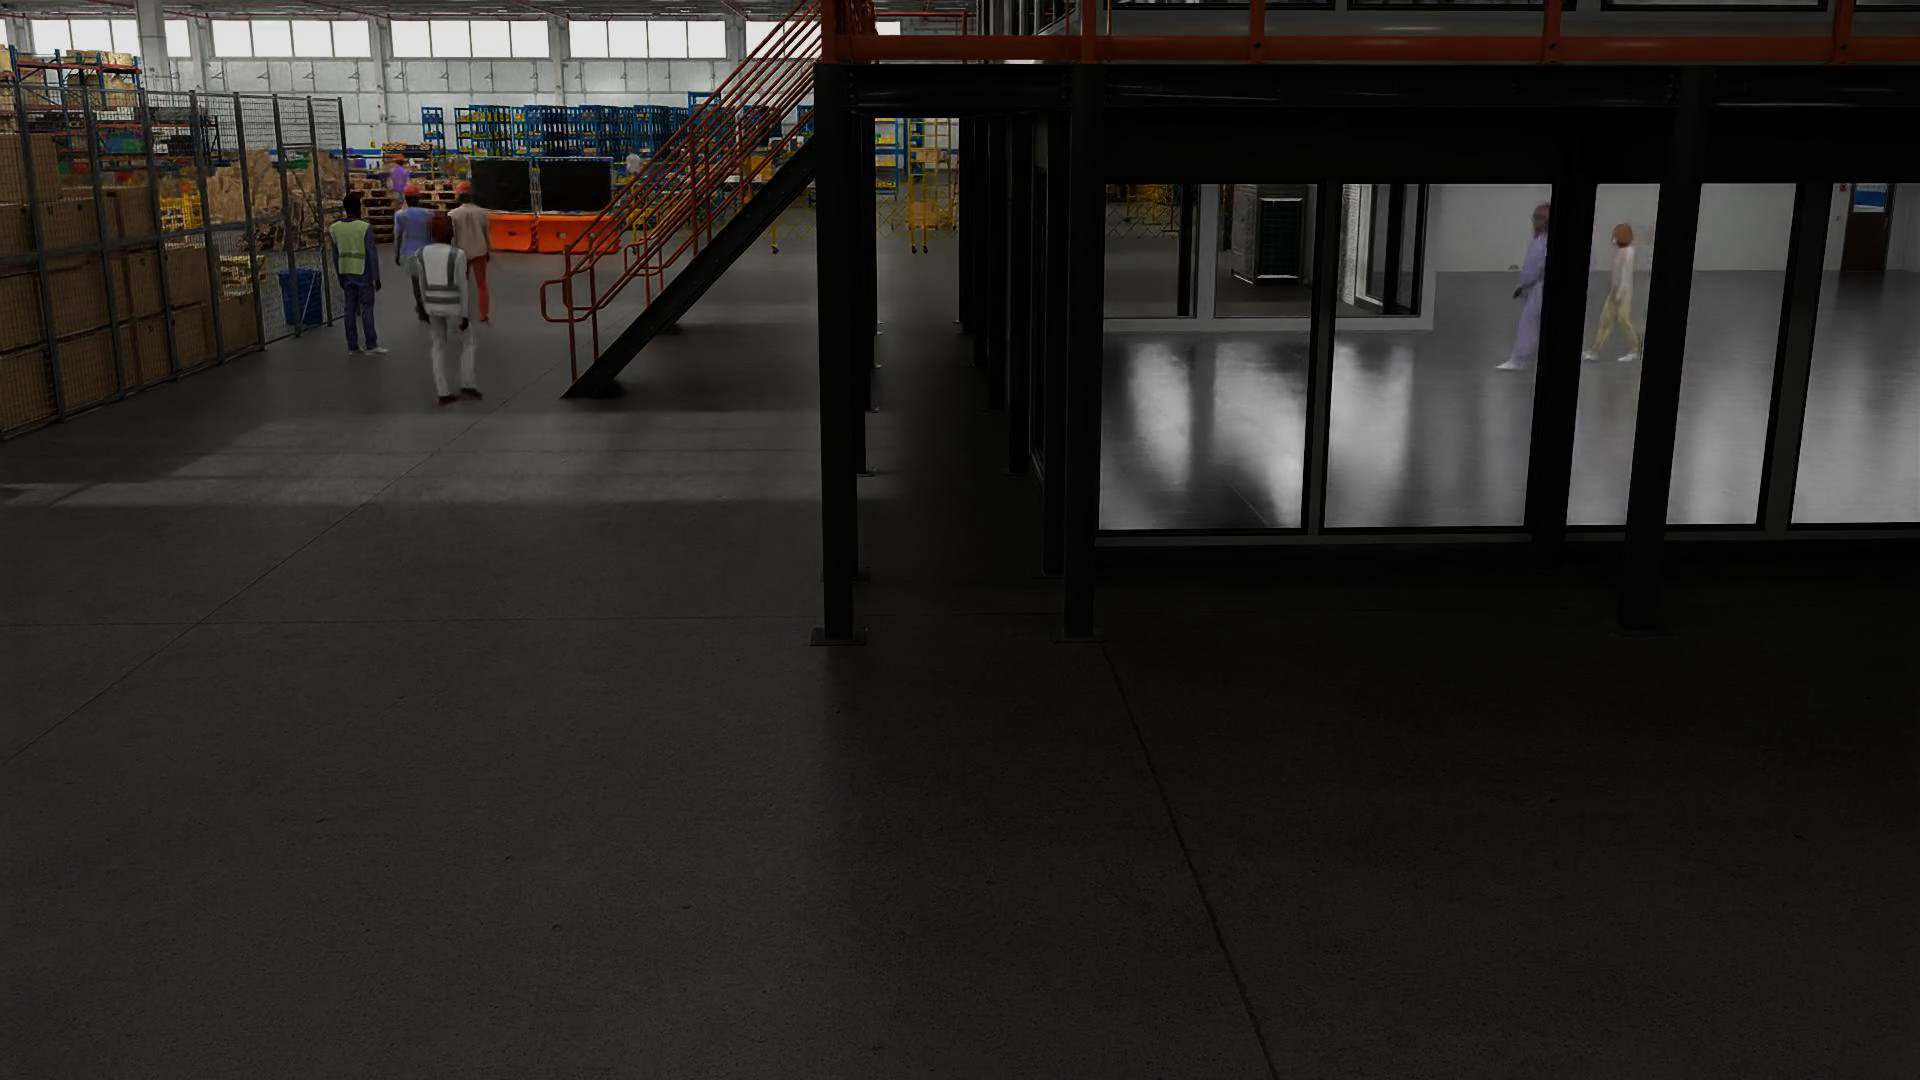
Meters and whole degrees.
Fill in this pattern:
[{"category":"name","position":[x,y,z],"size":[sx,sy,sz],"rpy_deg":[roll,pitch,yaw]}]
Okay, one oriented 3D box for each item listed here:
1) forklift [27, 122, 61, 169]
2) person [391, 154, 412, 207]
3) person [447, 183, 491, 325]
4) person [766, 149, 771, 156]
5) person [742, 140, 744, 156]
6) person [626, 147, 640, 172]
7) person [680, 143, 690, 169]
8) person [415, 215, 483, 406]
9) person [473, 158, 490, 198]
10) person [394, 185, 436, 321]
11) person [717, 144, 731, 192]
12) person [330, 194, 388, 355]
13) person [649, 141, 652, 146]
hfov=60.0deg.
[{"category":"forklift","position":[-35.376,-14.773,64.377],"size":[1.129,2.768,1.873],"rpy_deg":[-1,14,-2]},{"category":"person","position":[-15.418,-9.677,45.930],"size":[0.560,1.922,0.505],"rpy_deg":[1,14,4]},{"category":"person","position":[-6.849,-4.000,23.231],"size":[0.629,1.931,1.060],"rpy_deg":[-8,16,-29]},{"category":"person","position":[-8.368,-16.476,73.472],"size":[0.591,1.746,0.550],"rpy_deg":[0,14,0]},{"category":"person","position":[-11.465,-20.285,88.210],"size":[0.401,1.989,0.623],"rpy_deg":[-4,15,-15]},{"category":"person","position":[-12.237,-13.720,62.159],"size":[0.405,1.903,0.636],"rpy_deg":[9,17,31]},{"category":"person","position":[-13.859,-19.223,84.287],"size":[0.591,1.834,0.404],"rpy_deg":[-5,15,-18]},{"category":"person","position":[-5.064,-2.281,16.505],"size":[0.589,1.867,0.625],"rpy_deg":[3,14,12]},{"category":"person","position":[-13.505,-9.819,46.788],"size":[0.830,1.802,0.597],"rpy_deg":[2,14,8]},{"category":"person","position":[-7.769,-4.096,23.724],"size":[0.565,1.883,0.985],"rpy_deg":[-7,16,-26]},{"category":"person","position":[-8.264,-12.900,58.588],"size":[0.378,2.045,0.605],"rpy_deg":[13,19,43]},{"category":"person","position":[-7.252,-3.182,20.003],"size":[0.593,1.919,0.392],"rpy_deg":[4,15,15]},{"category":"person","position":[-17.206,-21.264,92.446],"size":[0.546,1.826,0.599],"rpy_deg":[-4,15,-16]}]
